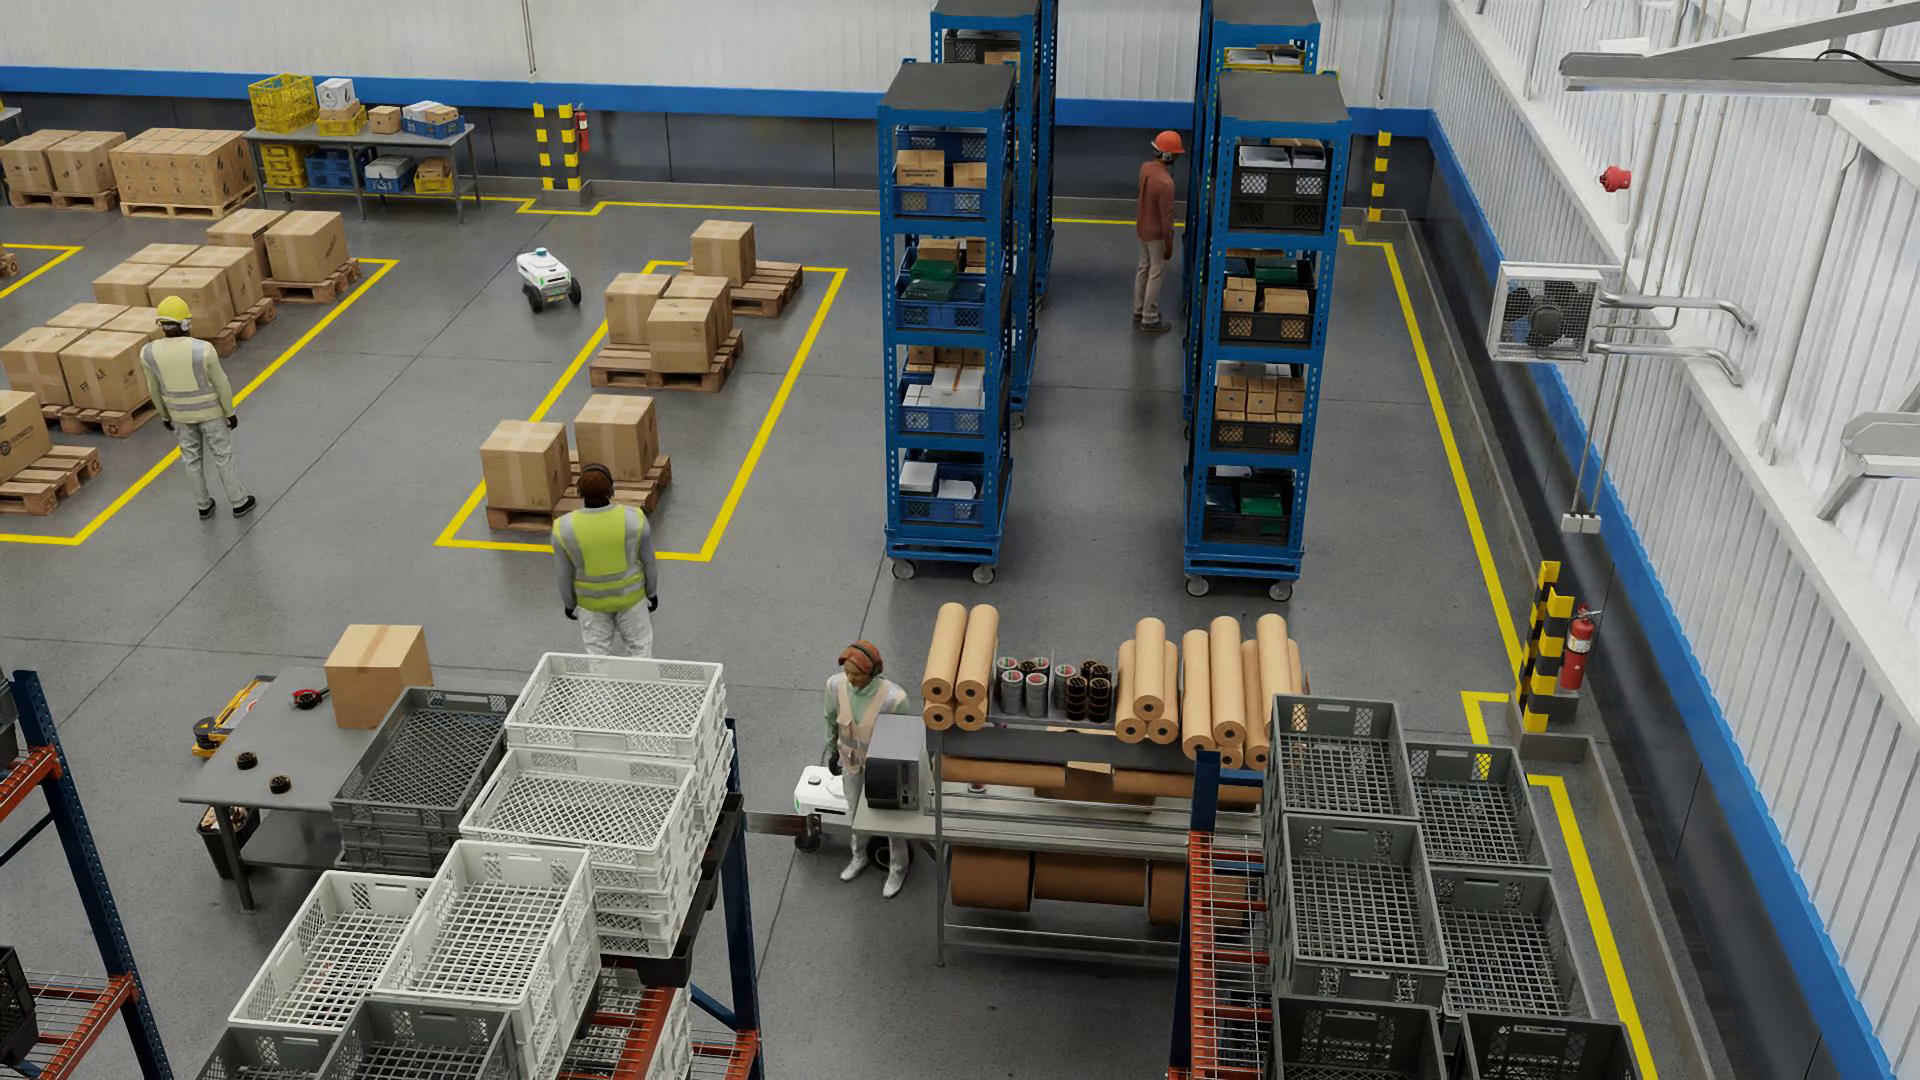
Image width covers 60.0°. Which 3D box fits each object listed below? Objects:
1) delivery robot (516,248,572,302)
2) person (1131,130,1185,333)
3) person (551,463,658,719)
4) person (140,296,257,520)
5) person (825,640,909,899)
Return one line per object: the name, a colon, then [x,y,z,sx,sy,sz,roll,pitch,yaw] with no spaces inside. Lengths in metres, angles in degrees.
delivery robot: [-4.252,-2.739,16.981,0.477,0.478,0.707,-19,35,-29]
person: [1.914,-2.980,16.080,0.410,1.981,0.628,-10,32,-16]
person: [-2.206,0.349,10.497,0.620,1.845,0.430,-7,31,-11]
person: [-5.888,-1.005,12.841,0.589,1.822,0.403,-2,30,-3]
person: [-0.497,1.237,9.180,0.523,1.631,0.314,13,33,22]
